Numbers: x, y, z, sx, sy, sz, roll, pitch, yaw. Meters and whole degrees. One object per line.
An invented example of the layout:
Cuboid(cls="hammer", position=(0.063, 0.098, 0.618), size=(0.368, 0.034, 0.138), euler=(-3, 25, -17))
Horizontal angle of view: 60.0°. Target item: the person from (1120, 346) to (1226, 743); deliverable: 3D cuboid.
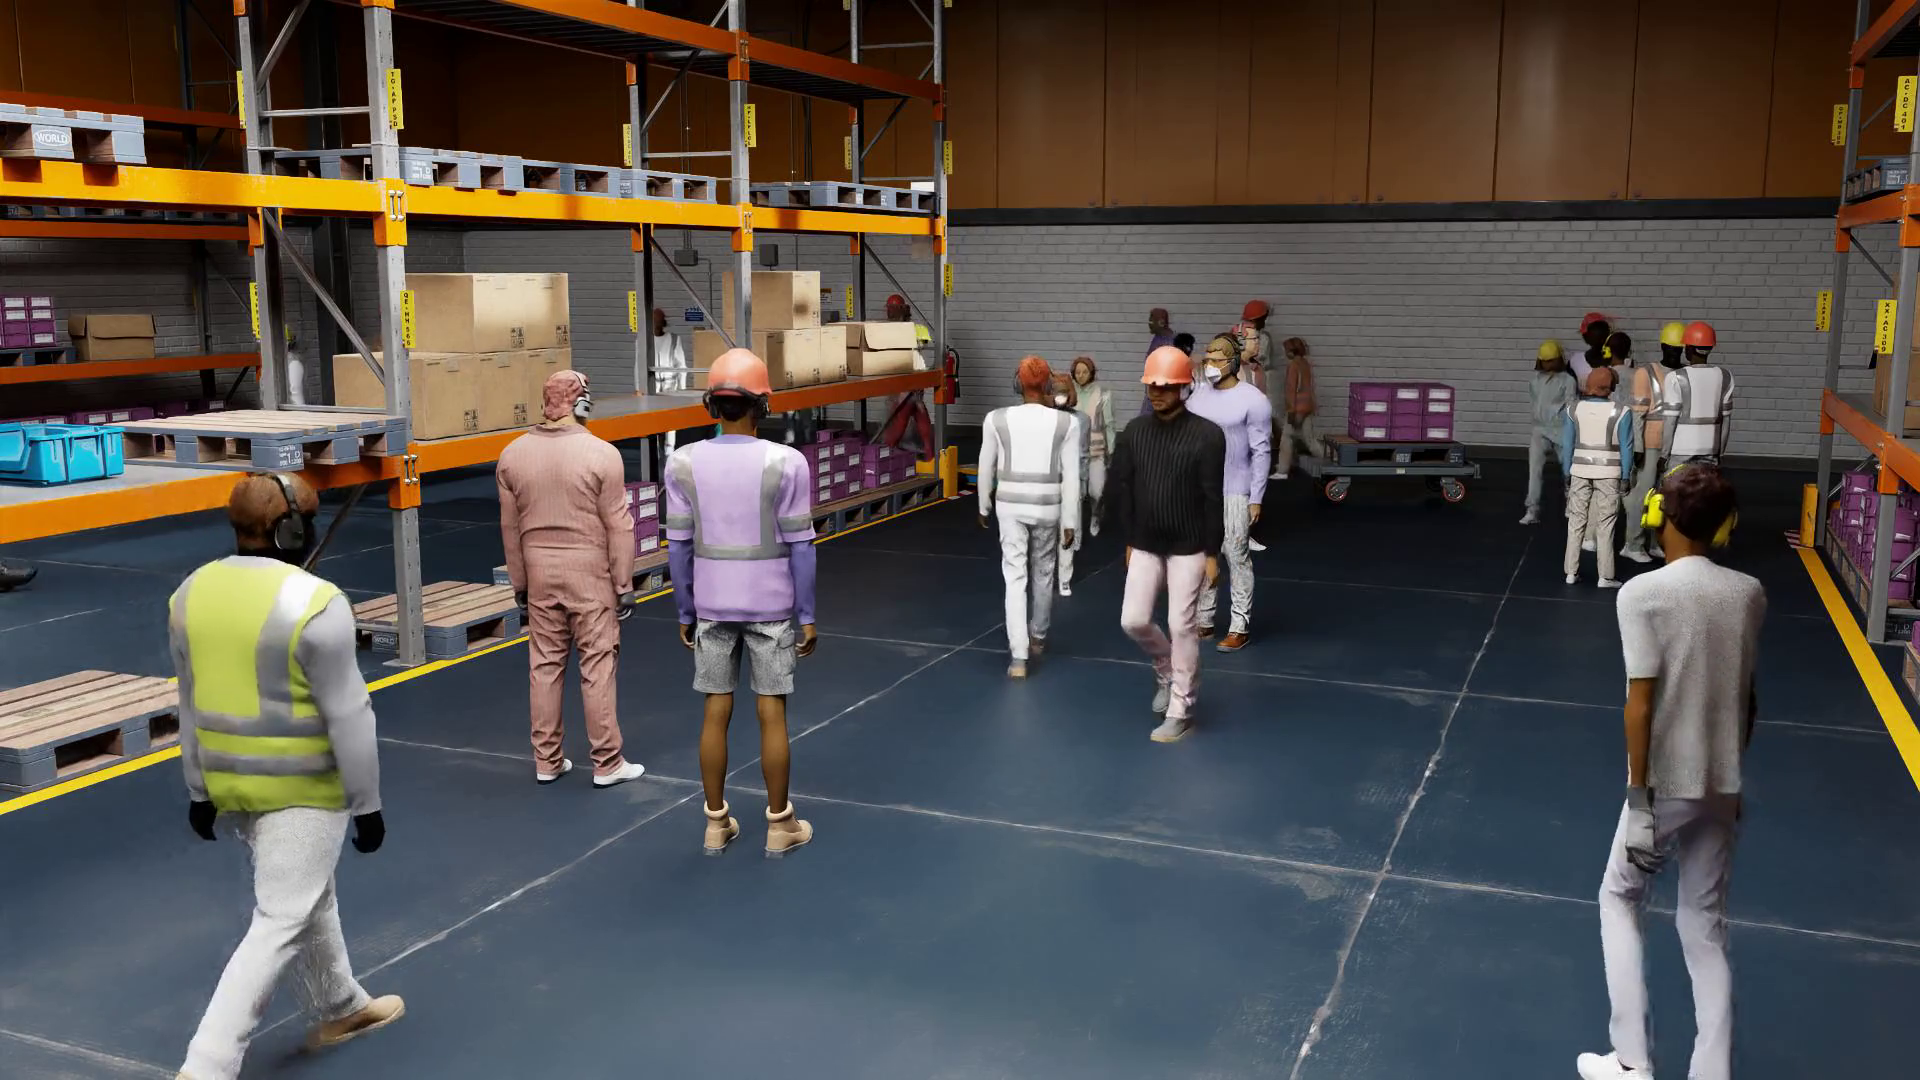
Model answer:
Cuboid(cls="person", position=(1.068, 0.017, 8.343), size=(0.619, 1.980, 0.501), euler=(7, 12, 36))

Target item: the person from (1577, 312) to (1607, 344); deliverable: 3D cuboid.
Cuboid(cls="person", position=(6.721, -1.380, 17.043), size=(0.830, 1.901, 0.567), euler=(5, 11, 27))

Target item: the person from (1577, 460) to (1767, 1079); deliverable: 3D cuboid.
Cuboid(cls="person", position=(2.021, 0.705, 4.600), size=(0.533, 1.827, 0.583), euler=(-2, 10, -13))

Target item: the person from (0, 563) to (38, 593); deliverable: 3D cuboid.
Cuboid(cls="person", position=(-7.178, -0.507, 11.775), size=(0.565, 1.882, 0.975), euler=(8, 13, 42))

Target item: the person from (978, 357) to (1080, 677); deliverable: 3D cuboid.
Cuboid(cls="person", position=(0.400, -0.156, 9.824), size=(0.594, 1.827, 1.008), euler=(0, 9, 0))

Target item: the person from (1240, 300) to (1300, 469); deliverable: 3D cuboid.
Cuboid(cls="person", position=(3.519, -1.776, 19.221), size=(0.971, 1.984, 0.651), euler=(1, 9, 4))

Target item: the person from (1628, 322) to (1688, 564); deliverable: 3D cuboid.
Cuboid(cls="person", position=(5.628, -0.775, 13.291), size=(0.589, 1.923, 0.383), euler=(-3, 10, -20))

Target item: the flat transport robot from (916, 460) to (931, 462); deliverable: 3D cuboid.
Cuboid(cls="flat transport robot", position=(-0.974, -0.737, 18.059), size=(1.431, 0.197, 0.652), euler=(-1, 9, -5))

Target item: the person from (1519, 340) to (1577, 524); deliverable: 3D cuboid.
Cuboid(cls="person", position=(5.528, -1.015, 15.454), size=(0.501, 1.692, 0.927), euler=(9, 13, 44))

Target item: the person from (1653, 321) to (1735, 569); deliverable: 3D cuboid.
Cuboid(cls="person", position=(5.654, -0.710, 12.845), size=(0.545, 1.942, 0.353), euler=(-1, 9, -6))

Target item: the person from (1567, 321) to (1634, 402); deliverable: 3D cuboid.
Cuboid(cls="person", position=(5.966, -1.113, 15.548), size=(0.595, 1.854, 0.943), euler=(5, 11, 30))

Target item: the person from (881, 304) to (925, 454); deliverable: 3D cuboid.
Cuboid(cls="person", position=(-0.698, -2.005, 20.855), size=(0.683, 1.880, 0.675), euler=(-4, 10, -24))

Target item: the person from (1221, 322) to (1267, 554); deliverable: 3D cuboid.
Cuboid(cls="person", position=(2.321, -0.831, 13.676), size=(0.409, 1.908, 0.652), euler=(9, 13, 42))

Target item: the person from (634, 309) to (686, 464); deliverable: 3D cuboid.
Cuboid(cls="person", position=(-3.549, -1.800, 19.709), size=(0.607, 1.856, 0.762), euler=(-1, 9, -8))

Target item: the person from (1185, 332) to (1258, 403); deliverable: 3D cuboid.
Cuboid(cls="person", position=(2.104, -0.746, 13.370), size=(0.623, 1.844, 0.429), euler=(-2, 10, -10))

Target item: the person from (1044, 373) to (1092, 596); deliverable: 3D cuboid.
Cuboid(cls="person", position=(0.708, -0.438, 12.230), size=(0.509, 1.605, 0.794), euler=(0, 9, -2))

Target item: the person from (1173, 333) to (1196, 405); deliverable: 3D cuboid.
Cuboid(cls="person", position=(2.309, -1.421, 18.017), size=(0.780, 1.660, 0.531), euler=(9, 13, 43))

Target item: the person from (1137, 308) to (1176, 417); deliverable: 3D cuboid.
Cuboid(cls="person", position=(2.217, -1.681, 18.911), size=(0.585, 1.890, 0.648), euler=(-1, 9, -8))

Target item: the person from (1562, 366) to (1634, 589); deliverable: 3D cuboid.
Cuboid(cls="person", position=(4.675, -0.454, 12.216), size=(0.521, 1.637, 0.307), euler=(9, 13, 42))

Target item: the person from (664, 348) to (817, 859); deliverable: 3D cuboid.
Cuboid(cls="person", position=(-0.860, 0.260, 6.650), size=(0.608, 2.046, 0.367), euler=(2, 10, 10))

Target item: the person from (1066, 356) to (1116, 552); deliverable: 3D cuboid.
Cuboid(cls="person", position=(1.055, -0.741, 13.987), size=(0.521, 1.620, 0.663), euler=(2, 10, 11))

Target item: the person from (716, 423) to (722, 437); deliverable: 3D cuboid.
Cuboid(cls="person", position=(-2.504, -1.501, 18.288), size=(0.551, 1.732, 0.820), euler=(1, 9, 6))

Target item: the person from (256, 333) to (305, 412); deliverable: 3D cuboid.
Cuboid(cls="person", position=(-6.585, -1.190, 16.124), size=(0.615, 1.817, 0.431), euler=(7, 12, 37))

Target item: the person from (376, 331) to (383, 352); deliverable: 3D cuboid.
Cuboid(cls="person", position=(-7.007, -2.021, 20.899), size=(0.567, 1.899, 0.851), euler=(2, 10, 9))

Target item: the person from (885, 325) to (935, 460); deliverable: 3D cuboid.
Cuboid(cls="person", position=(-0.536, -1.531, 18.539), size=(0.922, 1.726, 0.516), euler=(4, 10, 23))

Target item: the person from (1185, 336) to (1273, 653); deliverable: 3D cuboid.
Cuboid(cls="person", position=(1.612, -0.283, 10.265), size=(0.636, 1.939, 0.363), euler=(9, 13, 44))

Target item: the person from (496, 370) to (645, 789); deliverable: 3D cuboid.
Cuboid(cls="person", position=(-1.751, 0.183, 7.562), size=(0.638, 1.903, 0.408), euler=(3, 10, 16))

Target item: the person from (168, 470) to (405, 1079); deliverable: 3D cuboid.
Cuboid(cls="person", position=(-1.953, 0.705, 4.701), size=(0.640, 1.810, 0.921), euler=(5, 10, 27))

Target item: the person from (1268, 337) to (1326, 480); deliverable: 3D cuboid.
Cuboid(cls="person", position=(3.765, -1.424, 18.217), size=(0.757, 1.604, 0.539), euler=(6, 11, 31))

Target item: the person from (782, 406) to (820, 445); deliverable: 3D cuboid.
Cuboid(cls="person", position=(-1.857, -1.560, 19.068), size=(0.531, 1.578, 0.825), euler=(1, 9, 5))

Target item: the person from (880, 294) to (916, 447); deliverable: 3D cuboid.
Cuboid(cls="person", position=(-0.817, -2.185, 21.612), size=(0.622, 1.997, 0.372), euler=(-6, 11, -34))

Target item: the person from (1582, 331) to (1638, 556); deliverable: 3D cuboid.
Cuboid(cls="person", position=(5.376, -0.785, 13.607), size=(0.538, 1.842, 0.728), euler=(0, 9, -2))

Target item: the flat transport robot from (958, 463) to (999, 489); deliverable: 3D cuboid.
Cuboid(cls="flat transport robot", position=(0.469, -0.663, 17.609), size=(0.652, 0.197, 1.431), euler=(-9, 13, -42))
